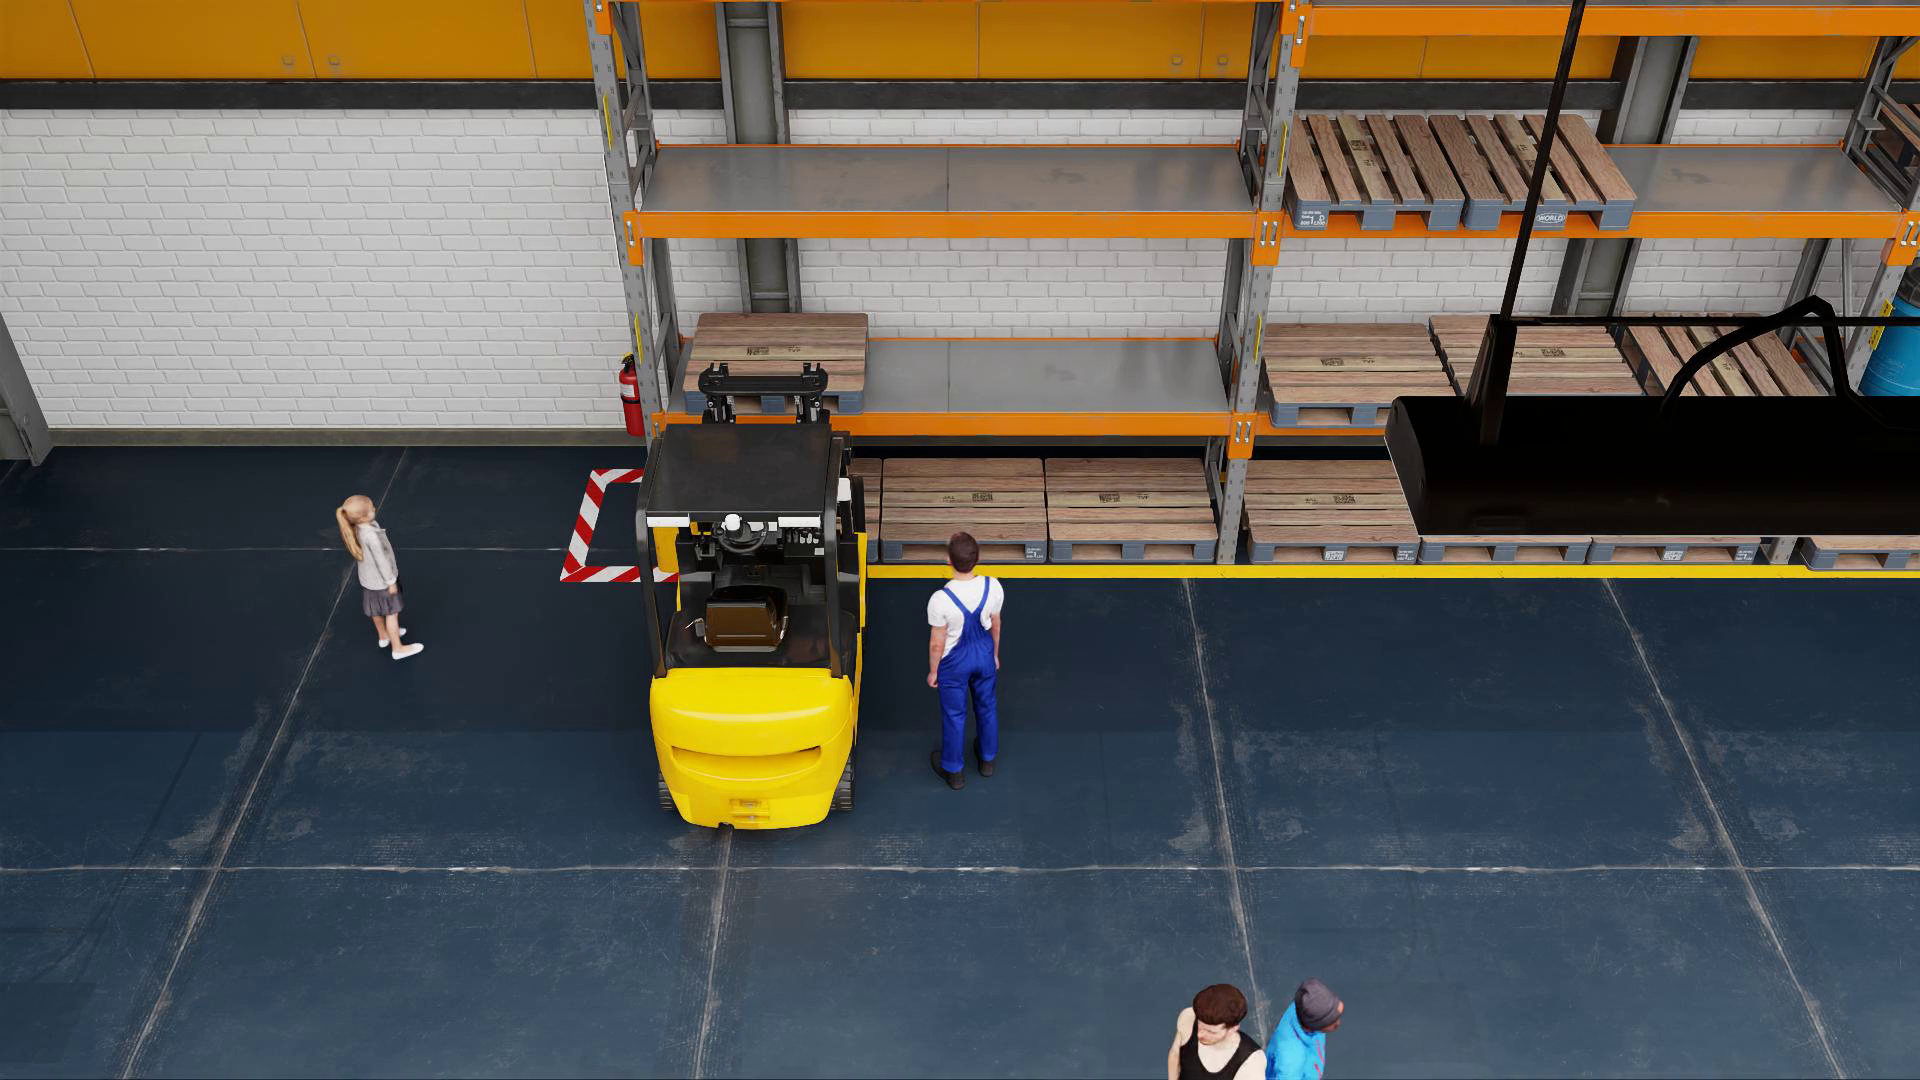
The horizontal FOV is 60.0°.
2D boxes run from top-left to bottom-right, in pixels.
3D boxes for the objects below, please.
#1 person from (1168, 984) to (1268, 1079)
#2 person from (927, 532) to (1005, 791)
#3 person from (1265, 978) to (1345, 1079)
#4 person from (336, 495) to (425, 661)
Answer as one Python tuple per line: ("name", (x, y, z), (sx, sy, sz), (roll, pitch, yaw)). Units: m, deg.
("person", (1.179, 2.573, 7.510), (0.930, 1.878, 0.872), (-30, 47, -32))
("person", (0.033, 0.720, 9.853), (0.638, 1.850, 0.765), (-15, 41, -18))
("person", (1.373, 2.556, 7.614), (0.981, 1.776, 0.824), (11, 40, 14))
("person", (-3.831, 0.223, 10.935), (0.661, 1.275, 0.604), (-31, 48, -33))
